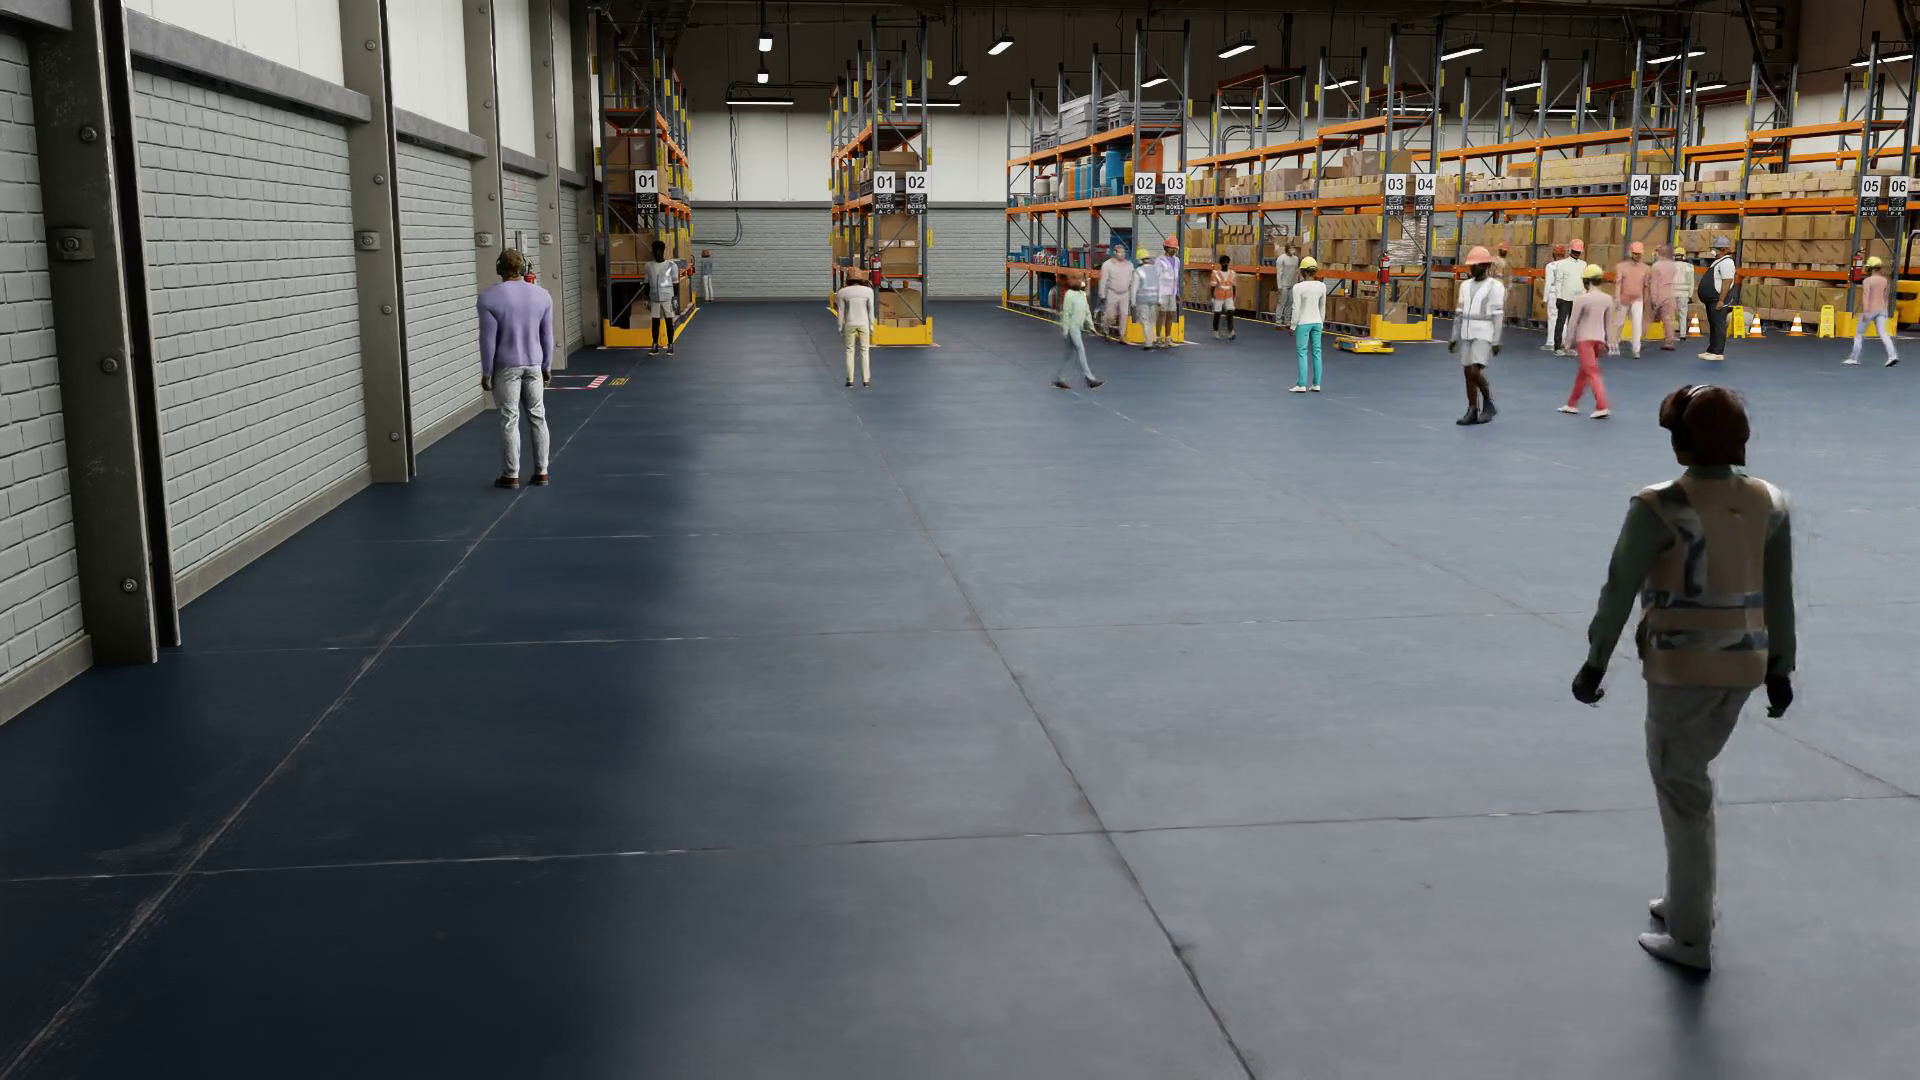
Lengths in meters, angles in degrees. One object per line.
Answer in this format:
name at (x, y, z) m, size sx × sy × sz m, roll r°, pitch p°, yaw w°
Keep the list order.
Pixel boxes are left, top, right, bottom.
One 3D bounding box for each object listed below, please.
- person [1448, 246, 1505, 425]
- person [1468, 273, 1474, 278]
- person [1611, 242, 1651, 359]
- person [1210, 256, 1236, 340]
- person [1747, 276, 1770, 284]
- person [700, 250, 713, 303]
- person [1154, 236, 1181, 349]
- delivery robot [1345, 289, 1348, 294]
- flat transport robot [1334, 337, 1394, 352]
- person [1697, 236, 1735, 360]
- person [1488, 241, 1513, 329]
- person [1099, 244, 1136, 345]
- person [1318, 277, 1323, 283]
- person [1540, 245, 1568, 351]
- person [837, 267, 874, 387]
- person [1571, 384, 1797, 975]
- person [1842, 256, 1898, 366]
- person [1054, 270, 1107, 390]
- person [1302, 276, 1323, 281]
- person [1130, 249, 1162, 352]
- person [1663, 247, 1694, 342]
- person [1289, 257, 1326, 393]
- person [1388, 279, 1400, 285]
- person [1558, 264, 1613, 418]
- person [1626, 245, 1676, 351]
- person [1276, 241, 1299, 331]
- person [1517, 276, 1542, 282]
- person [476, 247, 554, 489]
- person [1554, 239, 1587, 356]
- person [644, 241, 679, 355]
person at (5.534, -2.181, 17.875) m, size 0.391 × 1.922 × 0.560 m, roll -6°, pitch 12°, yaw -29°
person at (15.582, -8.051, 50.106) m, size 0.425 × 1.909 × 0.589 m, roll -2°, pitch 11°, yaw -12°
person at (11.308, -4.056, 28.093) m, size 0.598 × 1.955 × 0.993 m, roll 2°, pitch 10°, yaw 8°
person at (5.186, -4.748, 32.678) m, size 0.552 × 1.646 × 0.875 m, roll -1°, pitch 10°, yaw -8°
person at (19.584, -6.301, 40.694) m, size 0.519 × 1.849 × 0.820 m, roll -2°, pitch 10°, yaw -9°
person at (-7.833, -8.148, 51.377) m, size 0.267 × 1.632 × 0.507 m, roll 6°, pitch 12°, yaw 30°
person at (3.804, -4.504, 30.305) m, size 0.605 × 2.035 × 0.384 m, roll -9°, pitch 14°, yaw -40°
delivery robot at (11.699, -7.369, 49.808) m, size 0.707 × 0.478 × 0.477 m, roll 6°, pitch 12°, yaw 29°
flat transport robot at (7.137, -3.465, 29.441) m, size 0.652 × 0.197 × 1.431 m, roll -1°, pitch 10°, yaw -4°
person at (12.496, -4.001, 27.528) m, size 0.538 × 2.000 × 0.686 m, roll 2°, pitch 11°, yaw 12°
person at (11.951, -5.631, 36.787) m, size 0.574 × 1.924 × 0.415 m, roll -1°, pitch 10°, yaw -7°
person at (2.968, -4.622, 31.350) m, size 0.686 × 1.887 × 0.464 m, roll -3°, pitch 11°, yaw -16°
person at (10.224, -7.528, 48.009) m, size 0.518 × 1.618 × 0.558 m, roll 2°, pitch 11°, yaw 12°
person at (10.656, -4.309, 29.681) m, size 0.614 × 1.878 × 0.447 m, roll -4°, pitch 11°, yaw -19°
person at (-1.411, -2.873, 22.488) m, size 0.500 × 1.626 × 0.306 m, roll -1°, pitch 10°, yaw -5°
person at (2.039, 0.378, 4.683) m, size 0.546 × 1.617 × 0.541 m, roll -4°, pitch 11°, yaw -21°
person at (14.441, -3.598, 26.196) m, size 0.535 × 1.729 × 0.886 m, roll -4°, pitch 11°, yaw -21°
person at (1.597, -2.784, 22.094) m, size 0.850 × 1.588 × 0.503 m, roll 5°, pitch 12°, yaw 28°
person at (10.386, -7.825, 48.927) m, size 0.659 × 1.892 × 0.727 m, roll 1°, pitch 10°, yaw 7°
person at (3.248, -4.227, 29.410) m, size 0.605 × 1.801 × 0.596 m, roll -6°, pitch 12°, yaw -31°
person at (13.924, -4.760, 32.291) m, size 0.587 × 1.821 × 0.404 m, roll 4°, pitch 11°, yaw 22°
person at (4.532, -2.804, 21.720) m, size 0.523 × 1.769 × 0.315 m, roll -5°, pitch 11°, yaw -25°
person at (12.890, -7.783, 49.428) m, size 0.545 × 1.618 × 0.385 m, roll -4°, pitch 11°, yaw -23°
person at (7.103, -2.244, 18.779) m, size 0.535 × 1.720 × 0.893 m, roll -4°, pitch 11°, yaw -22°
person at (12.477, -4.344, 29.886) m, size 0.660 × 1.871 × 0.924 m, roll -6°, pitch 12°, yaw -30°
person at (7.081, -5.486, 35.996) m, size 0.629 × 1.932 × 0.373 m, roll -8°, pitch 13°, yaw -38°
person at (15.781, -7.265, 45.930) m, size 0.666 × 1.860 × 0.913 m, roll -4°, pitch 11°, yaw -19°
person at (-3.587, -1.383, 13.456) m, size 0.631 × 1.940 × 0.372 m, roll -8°, pitch 13°, yaw -38°
person at (10.431, -4.128, 28.377) m, size 0.611 × 1.985 × 0.393 m, roll -3°, pitch 11°, yaw -18°
person at (-5.117, -4.140, 28.513) m, size 0.608 × 1.959 × 0.382 m, roll 2°, pitch 10°, yaw 9°
